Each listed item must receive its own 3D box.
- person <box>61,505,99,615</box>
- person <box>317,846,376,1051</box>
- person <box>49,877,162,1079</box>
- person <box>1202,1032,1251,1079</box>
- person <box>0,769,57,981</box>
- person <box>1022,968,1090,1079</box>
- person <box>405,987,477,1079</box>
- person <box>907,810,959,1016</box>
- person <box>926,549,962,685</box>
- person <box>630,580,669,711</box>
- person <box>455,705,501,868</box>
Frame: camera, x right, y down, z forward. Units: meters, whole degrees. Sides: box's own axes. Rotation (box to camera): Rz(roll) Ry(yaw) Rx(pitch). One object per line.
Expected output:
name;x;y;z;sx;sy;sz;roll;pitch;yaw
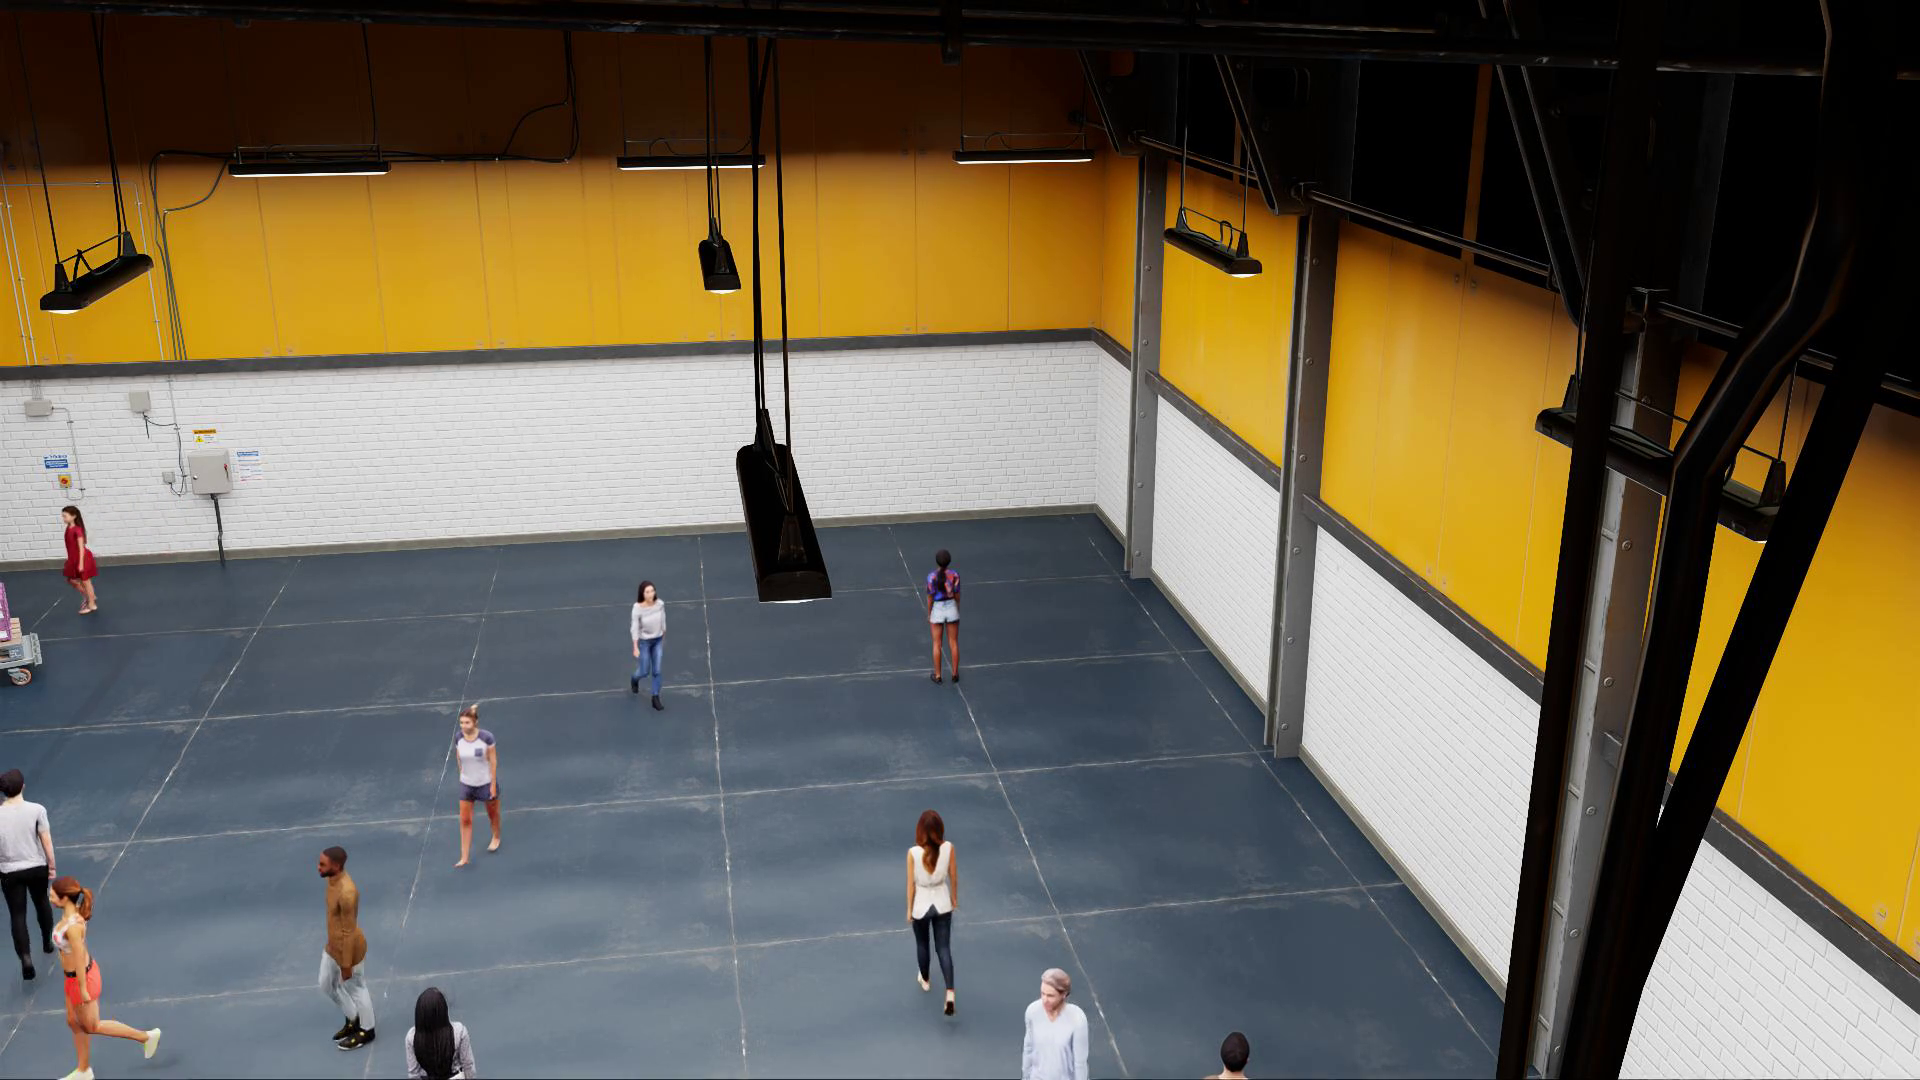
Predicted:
person;-12.000;0.238;22.793;0.696;1.544;0.755;13;23;34
person;-4.866;3.257;13.414;0.815;1.809;0.692;-13;23;-35
person;-6.757;3.424;12.974;0.822;1.773;1.008;-9;21;-25
person;1.773;4.063;10.897;0.728;1.889;0.706;4;19;11
person;-8.137;2.928;14.424;0.883;1.787;1.169;-9;21;-25
person;0.712;3.807;11.675;0.935;1.877;1.004;11;22;30
person;-3.626;3.892;11.661;0.586;1.724;0.489;-3;19;-10
person;-0.215;3.123;13.885;0.645;1.762;1.029;-5;19;-14
person;-0.193;0.927;20.439;0.577;1.741;0.497;-3;19;-9
person;-3.726;1.223;19.752;0.838;1.618;0.950;-15;24;-38
person;-4.710;2.371;16.393;0.712;1.588;0.991;1;19;2
